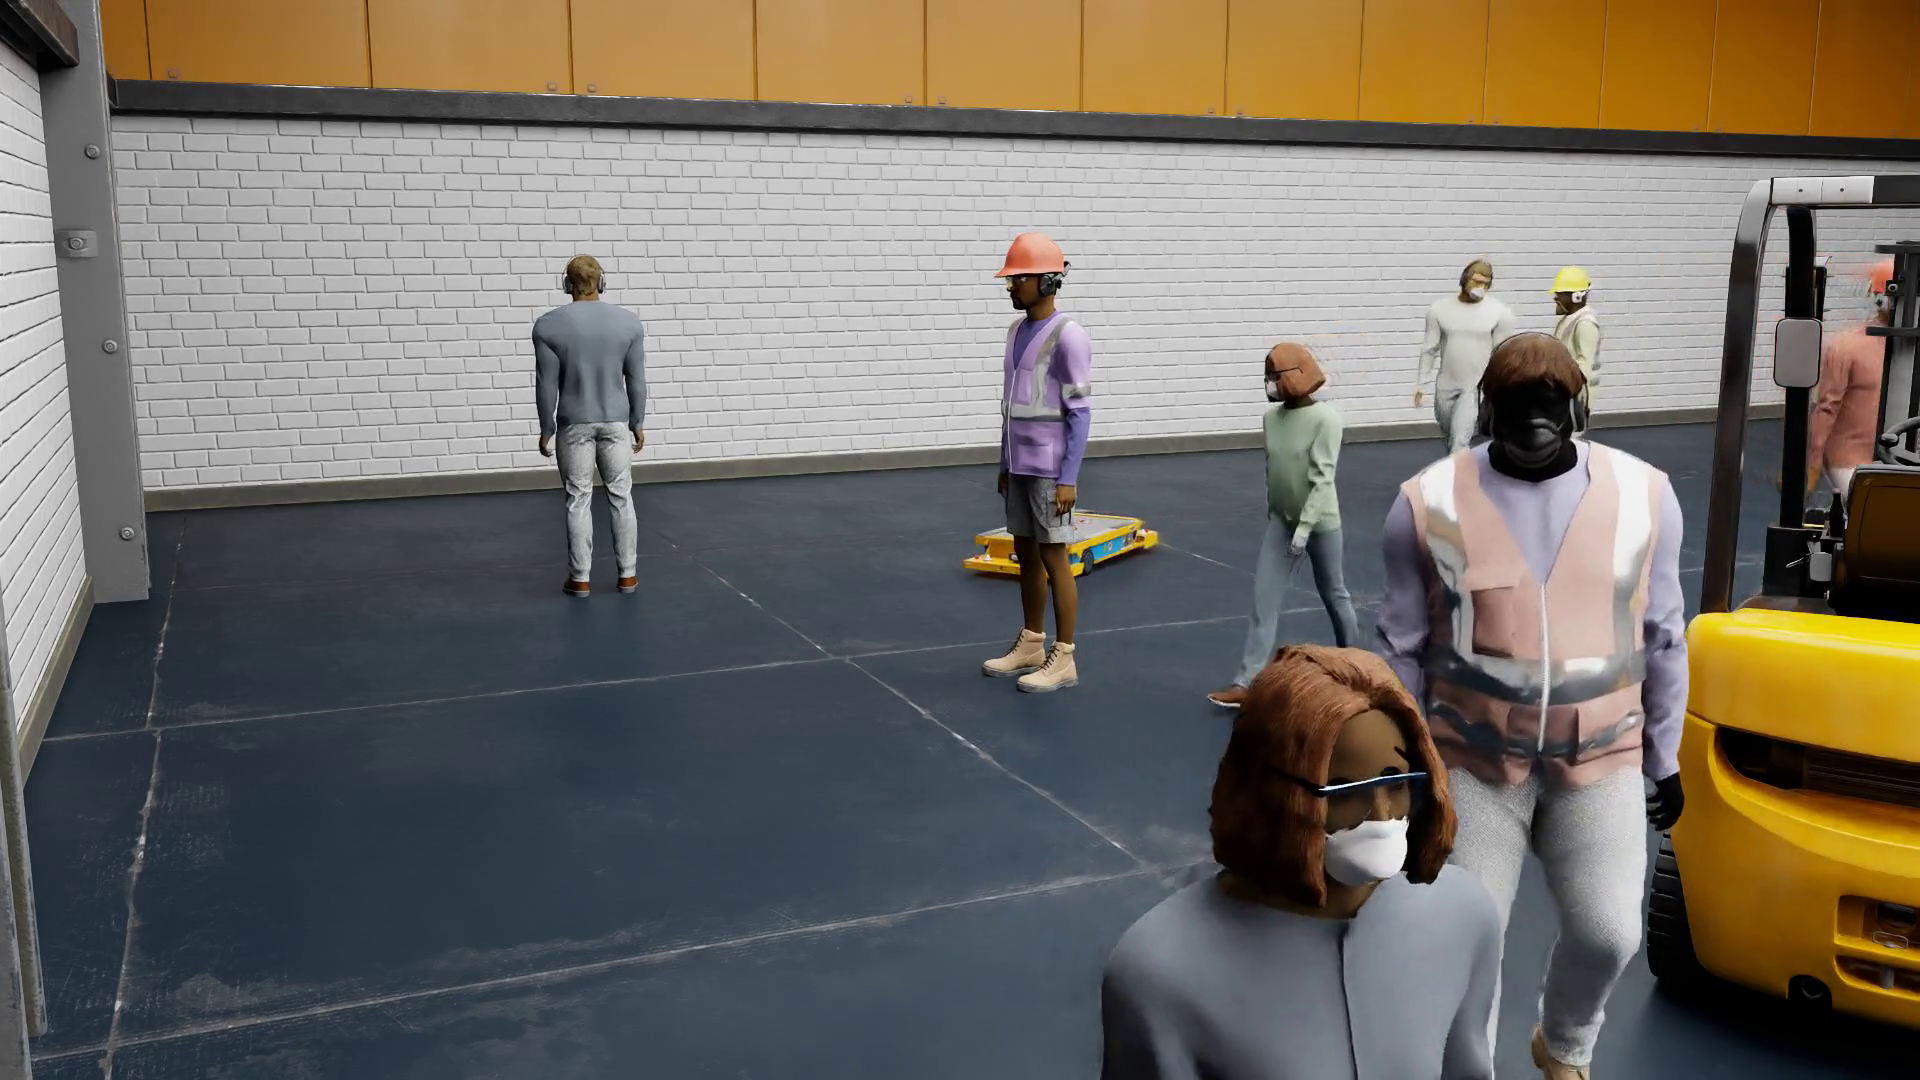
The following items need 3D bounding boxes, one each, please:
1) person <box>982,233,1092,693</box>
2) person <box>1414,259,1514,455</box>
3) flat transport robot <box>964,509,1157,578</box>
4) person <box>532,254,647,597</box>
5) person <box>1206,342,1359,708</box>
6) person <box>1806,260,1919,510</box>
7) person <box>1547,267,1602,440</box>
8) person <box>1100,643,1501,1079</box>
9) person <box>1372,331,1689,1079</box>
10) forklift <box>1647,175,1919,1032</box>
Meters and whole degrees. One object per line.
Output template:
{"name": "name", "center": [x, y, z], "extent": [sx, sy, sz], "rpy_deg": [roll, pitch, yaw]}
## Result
{"name": "person", "center": [0.333, -0.340, 7.468], "extent": [0.374, 2.042, 0.615], "rpy_deg": [-5, 12, -27]}
{"name": "person", "center": [3.743, -1.132, 12.289], "extent": [0.639, 1.885, 0.980], "rpy_deg": [7, 12, 33]}
{"name": "flat transport robot", "center": [0.658, 0.009, 10.431], "extent": [0.652, 0.197, 1.431], "rpy_deg": [6, 12, 29]}
{"name": "person", "center": [-2.085, -0.640, 9.421], "extent": [0.627, 1.937, 0.372], "rpy_deg": [-4, 11, -21]}
{"name": "person", "center": [1.466, -0.061, 7.204], "extent": [0.870, 1.585, 0.495], "rpy_deg": [-7, 12, -34]}
{"name": "person", "center": [4.407, -0.417, 8.199], "extent": [0.626, 1.947, 1.046], "rpy_deg": [-4, 11, -19]}
{"name": "person", "center": [4.429, -1.062, 12.080], "extent": [0.432, 1.815, 0.603], "rpy_deg": [1, 10, 8]}
{"name": "person", "center": [0.355, 0.877, 1.968], "extent": [0.509, 1.613, 0.657], "rpy_deg": [-4, 11, -22]}
{"name": "person", "center": [1.216, 0.469, 3.594], "extent": [0.668, 1.832, 0.482], "rpy_deg": [2, 11, 12]}
{"name": "forklift", "center": [2.810, 0.094, 4.662], "extent": [1.214, 2.155, 2.313], "rpy_deg": [7, 12, 34]}
